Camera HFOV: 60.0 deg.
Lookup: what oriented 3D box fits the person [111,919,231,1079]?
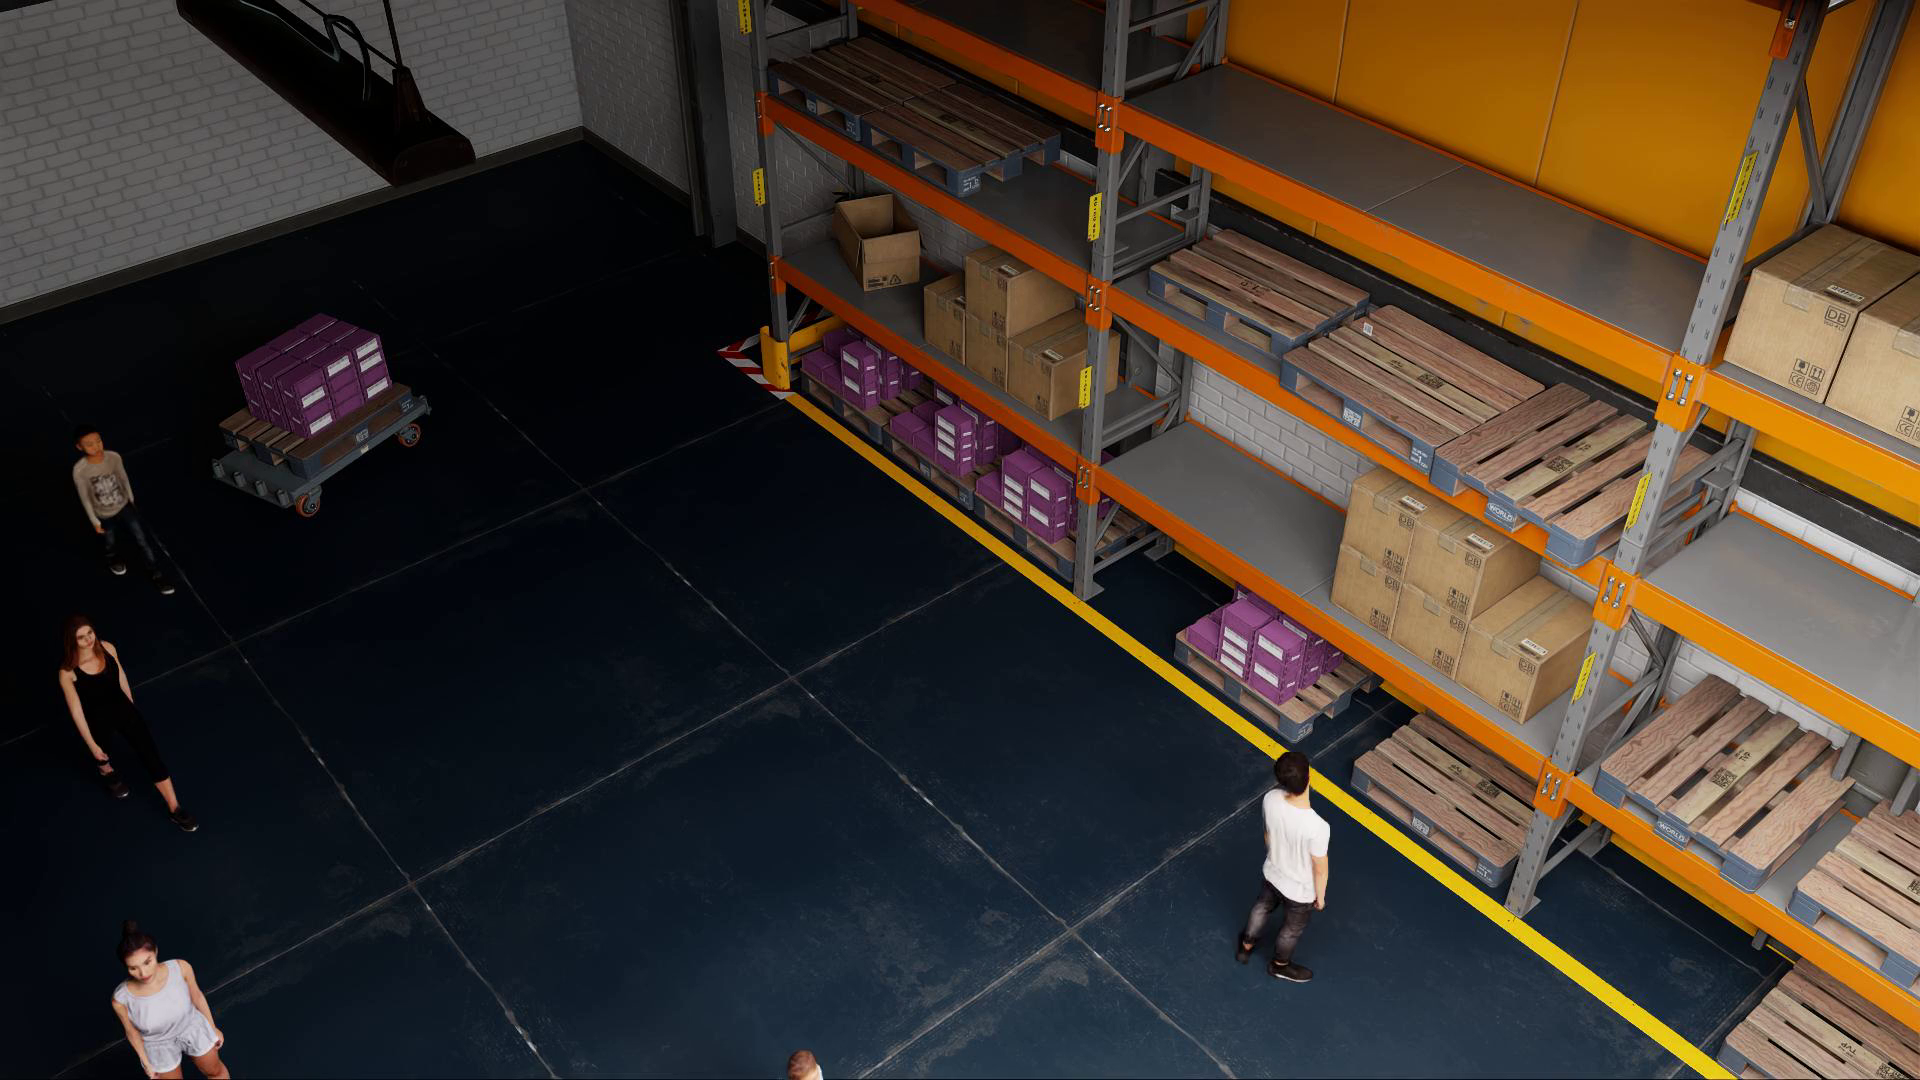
[{"bbox_3d":[-4.186,2.651,8.872,0.556,1.600,0.539,-27,46,-30],"label":"person"}]

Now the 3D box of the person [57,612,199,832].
[{"bbox_3d":[-5.532,1.133,10.709,1.214,1.681,0.716,27,46,30],"label":"person"}]

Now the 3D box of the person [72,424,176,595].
[{"bbox_3d":[-6.491,-0.259,12.641,1.014,1.444,0.610,31,48,33],"label":"person"}]

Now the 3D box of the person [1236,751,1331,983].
[{"bbox_3d":[1.939,1.957,9.669,0.781,1.689,0.561,-10,40,-13],"label":"person"}]

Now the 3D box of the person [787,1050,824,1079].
[{"bbox_3d":[-0.842,3.024,8.875,0.538,1.014,0.503,21,43,24],"label":"person"}]
